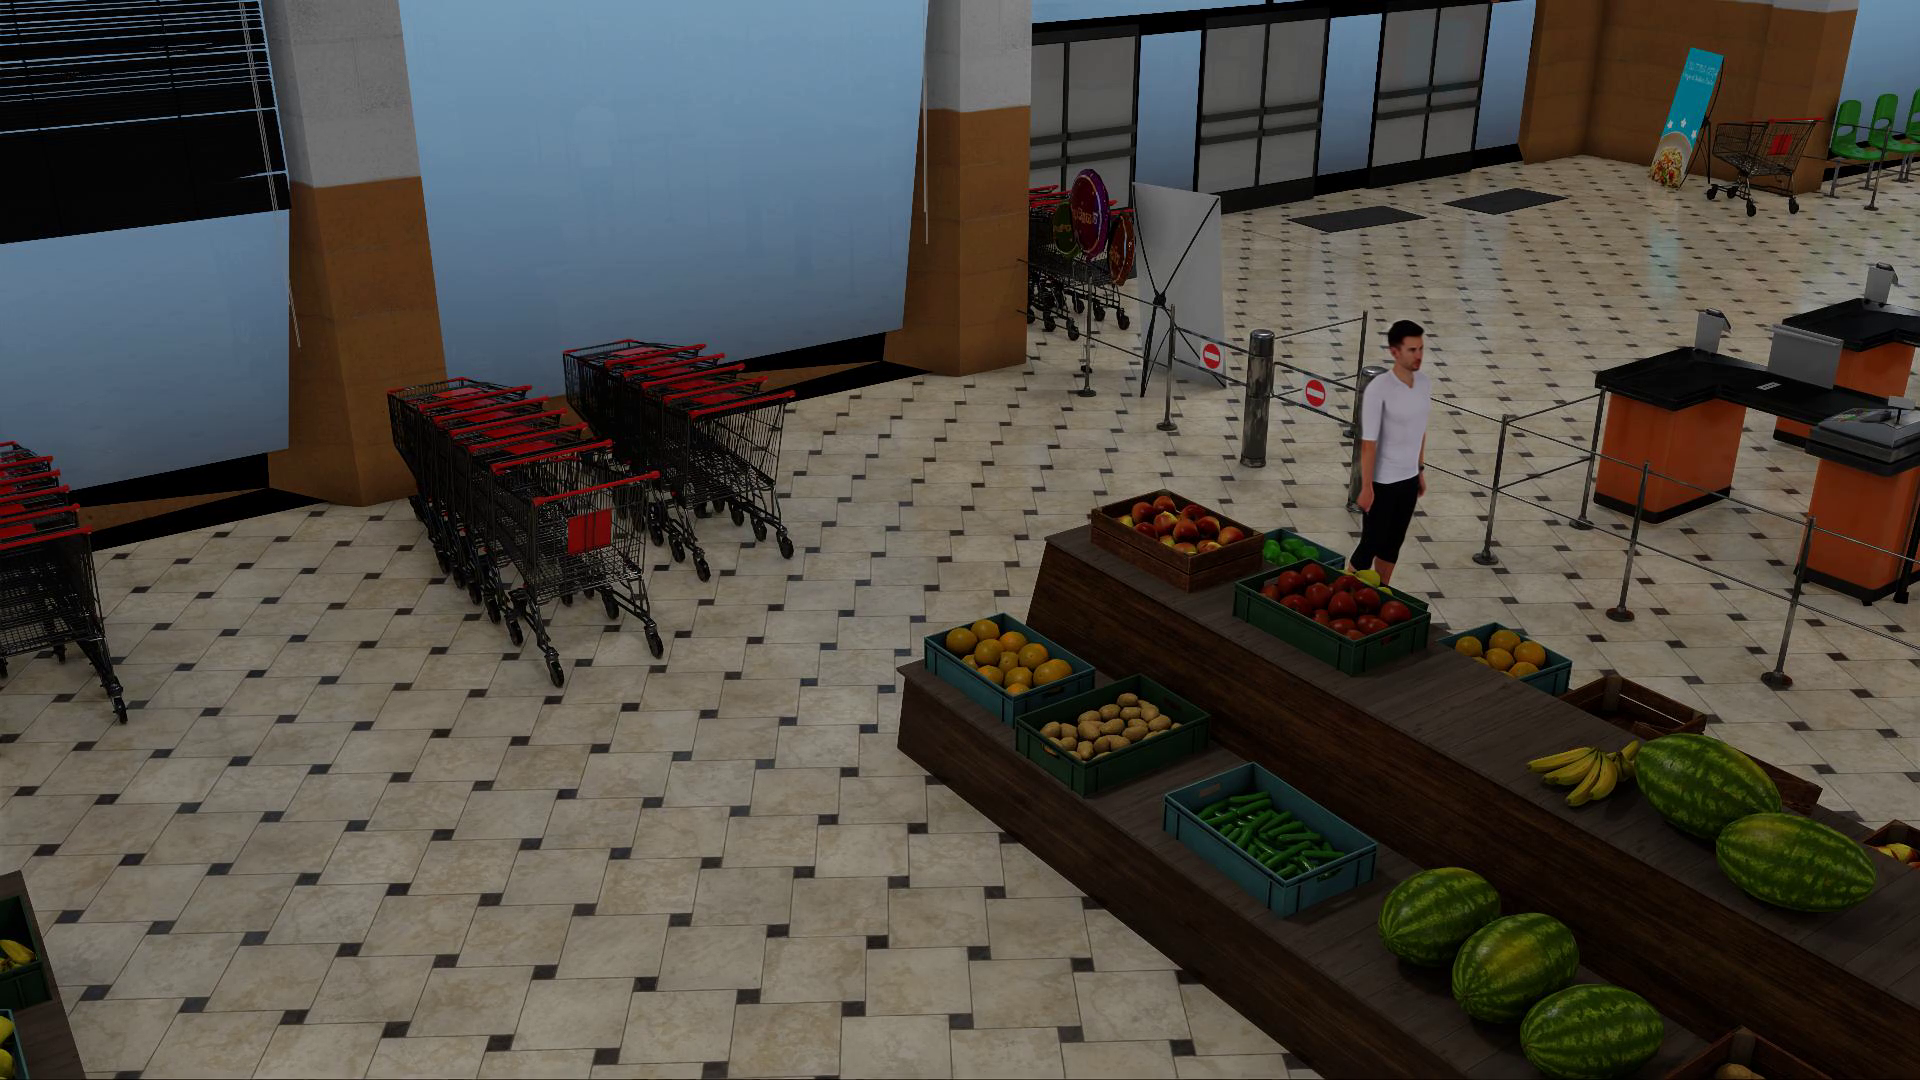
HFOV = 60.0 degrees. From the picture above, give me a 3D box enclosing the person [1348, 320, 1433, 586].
[{"bbox_3d":[2.500,-0.378,9.649,0.666,1.851,0.526,-15,28,-31],"label":"person"}]
